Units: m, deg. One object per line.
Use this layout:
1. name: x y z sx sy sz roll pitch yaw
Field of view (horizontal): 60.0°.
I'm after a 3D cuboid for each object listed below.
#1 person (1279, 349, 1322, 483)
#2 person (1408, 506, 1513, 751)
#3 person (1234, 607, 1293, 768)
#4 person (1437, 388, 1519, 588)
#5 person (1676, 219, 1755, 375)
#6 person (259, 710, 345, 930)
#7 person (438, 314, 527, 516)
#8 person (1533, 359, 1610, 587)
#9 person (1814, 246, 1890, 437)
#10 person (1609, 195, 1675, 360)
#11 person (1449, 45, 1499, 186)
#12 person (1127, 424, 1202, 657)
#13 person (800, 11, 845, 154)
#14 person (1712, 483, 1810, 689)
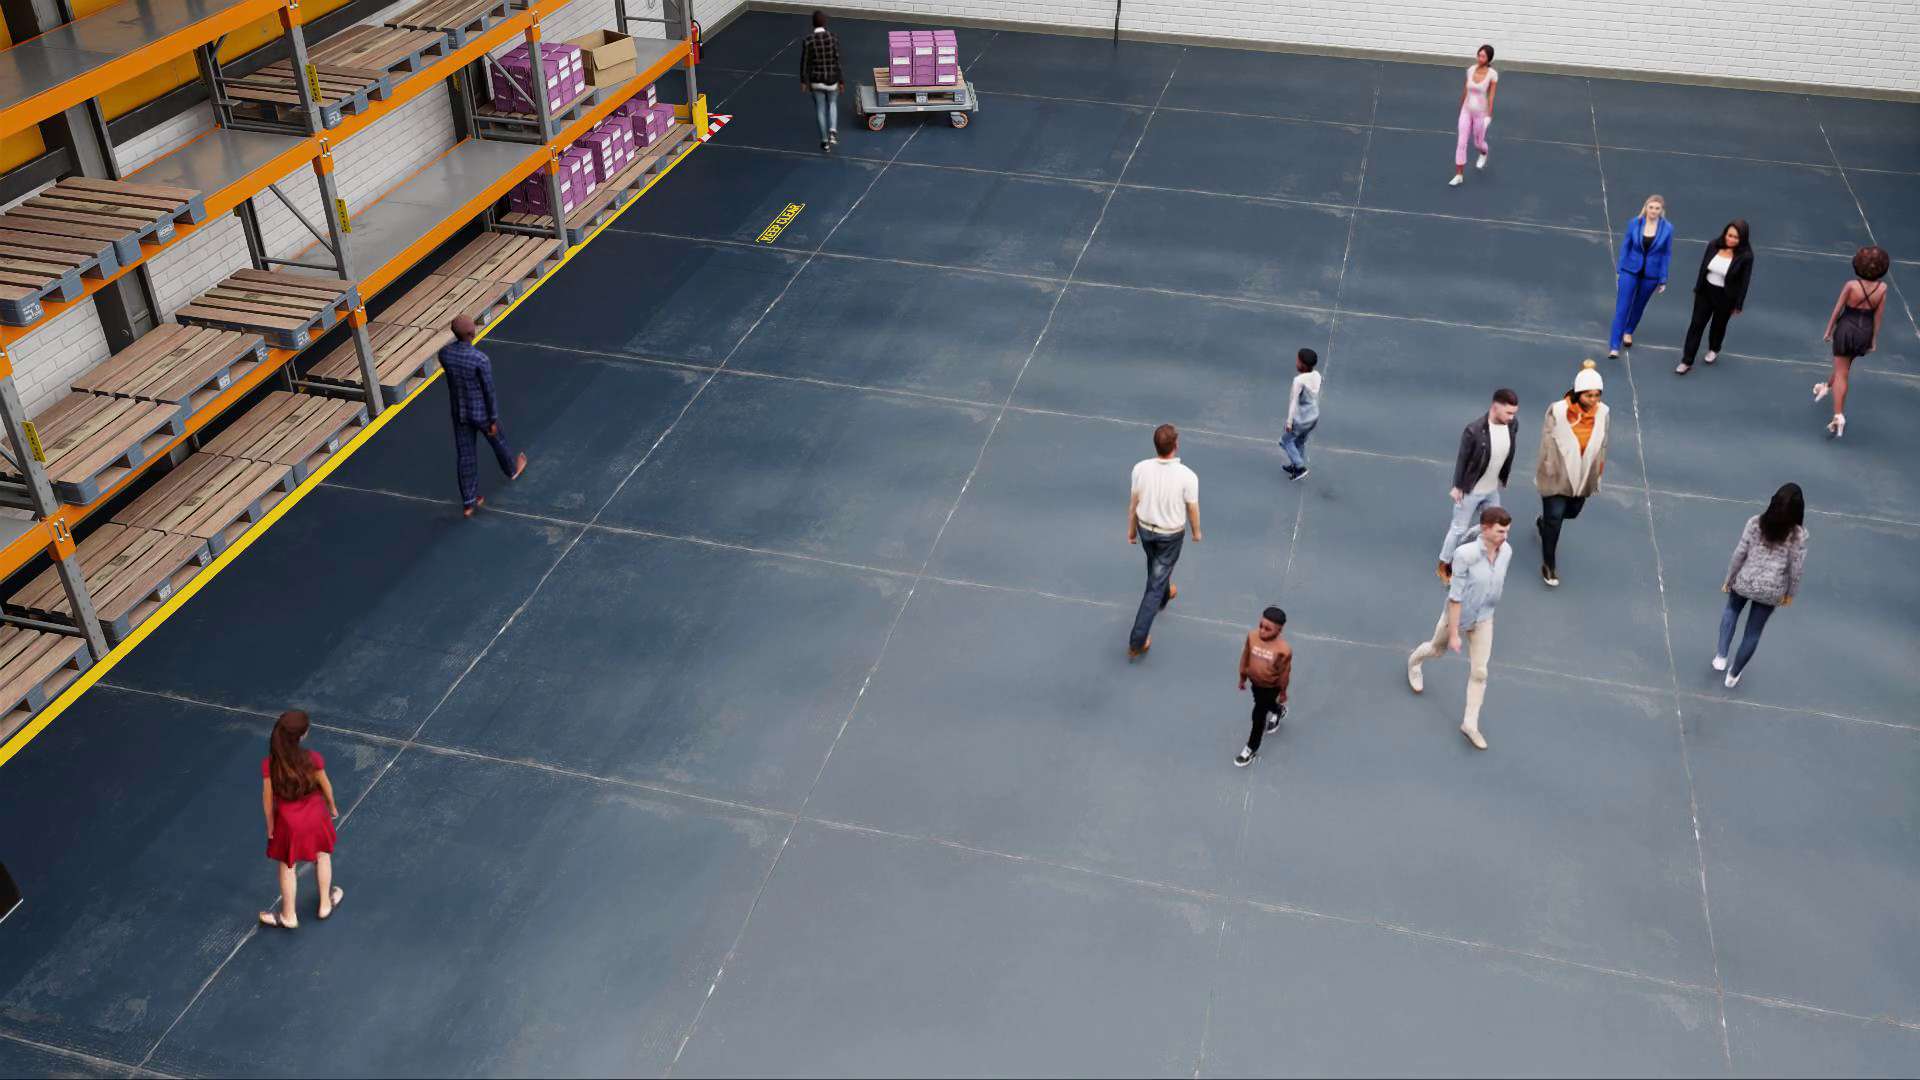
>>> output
1. person: 3.079 -1.078 14.791 0.664 1.242 0.722 -23 40 -30
2. person: 3.568 0.507 11.891 1.069 1.813 1.318 -7 34 -11
3. person: 2.194 0.967 11.721 0.968 1.235 0.792 -29 43 -36
4. person: 4.124 -0.468 13.358 0.886 1.813 0.924 -11 35 -16
5. person: 7.571 -2.448 16.537 0.903 1.592 1.070 24 41 32
6. person: -4.101 1.747 10.288 0.863 1.521 0.904 -24 40 -31
7. person: -4.213 -1.046 14.271 0.702 1.764 1.159 6 34 9
8. person: 4.926 -0.615 13.530 0.947 1.868 1.172 -4 34 -7
9. person: 8.288 -1.795 15.434 0.667 1.724 1.156 4 34 7
10. person: 6.902 -2.707 16.856 0.686 1.670 1.043 10 35 15
11. person: 6.449 -5.305 20.719 0.854 1.721 1.082 26 41 33
12. person: 1.482 0.036 12.605 0.930 1.807 1.310 19 38 26
13. person: -1.752 -5.898 21.532 0.830 1.808 0.836 -8 34 -11
14. person: 5.822 0.376 12.168 0.718 1.725 0.703 20 38 27
